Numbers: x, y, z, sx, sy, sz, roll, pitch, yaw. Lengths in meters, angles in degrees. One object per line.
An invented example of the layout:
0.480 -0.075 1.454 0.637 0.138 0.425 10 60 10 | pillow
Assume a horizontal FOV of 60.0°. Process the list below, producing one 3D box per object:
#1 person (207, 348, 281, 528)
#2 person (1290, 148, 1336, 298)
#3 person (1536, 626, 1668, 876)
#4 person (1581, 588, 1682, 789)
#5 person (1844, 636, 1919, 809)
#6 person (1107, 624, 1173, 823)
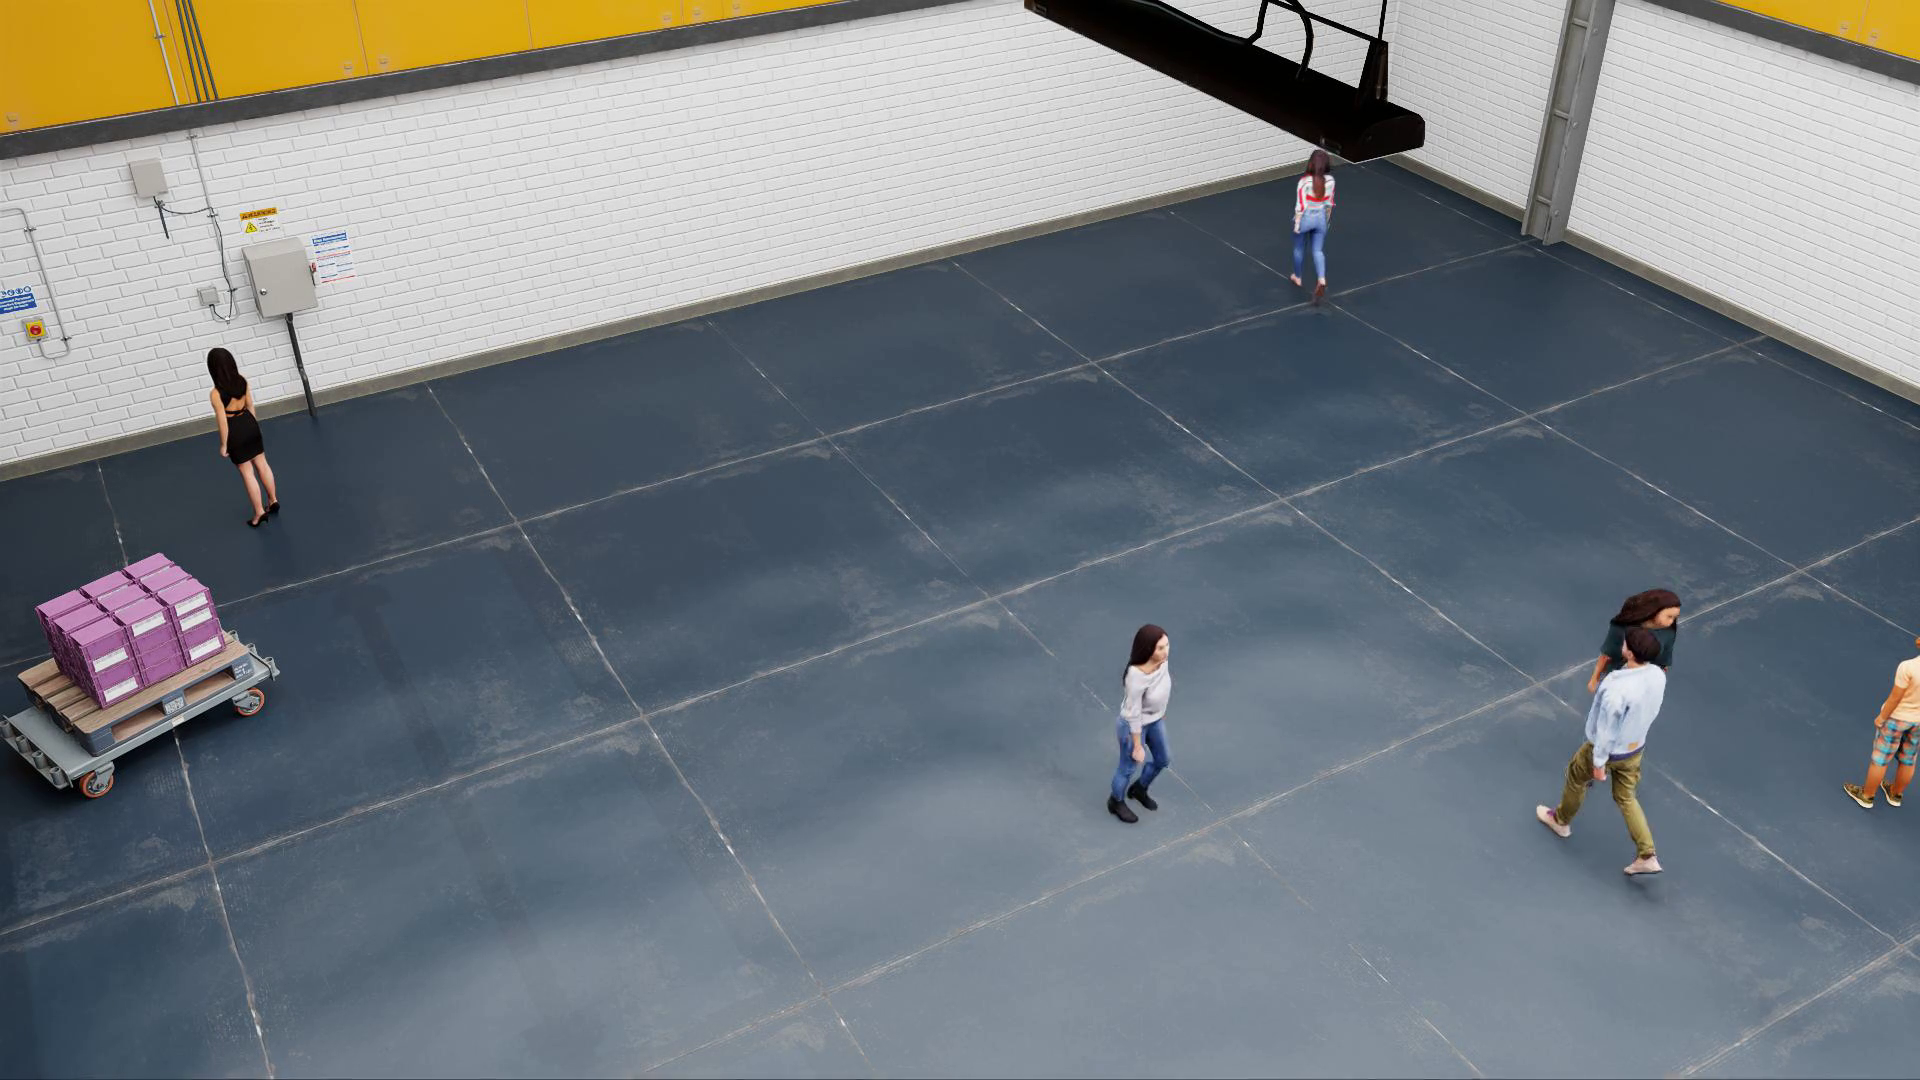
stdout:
-5.993 -0.861 13.903 0.653 1.650 0.631 15 36 21 | person
3.774 -3.355 17.707 0.823 1.591 1.074 -6 34 -8 | person
4.189 1.352 10.456 0.713 1.779 1.167 -16 37 -22 | person
4.451 0.938 11.246 0.757 1.594 0.813 9 35 13 | person
6.277 1.172 11.016 0.602 1.460 0.617 -1 34 -2 | person
1.108 1.184 10.857 0.724 1.614 0.712 23 40 30 | person
